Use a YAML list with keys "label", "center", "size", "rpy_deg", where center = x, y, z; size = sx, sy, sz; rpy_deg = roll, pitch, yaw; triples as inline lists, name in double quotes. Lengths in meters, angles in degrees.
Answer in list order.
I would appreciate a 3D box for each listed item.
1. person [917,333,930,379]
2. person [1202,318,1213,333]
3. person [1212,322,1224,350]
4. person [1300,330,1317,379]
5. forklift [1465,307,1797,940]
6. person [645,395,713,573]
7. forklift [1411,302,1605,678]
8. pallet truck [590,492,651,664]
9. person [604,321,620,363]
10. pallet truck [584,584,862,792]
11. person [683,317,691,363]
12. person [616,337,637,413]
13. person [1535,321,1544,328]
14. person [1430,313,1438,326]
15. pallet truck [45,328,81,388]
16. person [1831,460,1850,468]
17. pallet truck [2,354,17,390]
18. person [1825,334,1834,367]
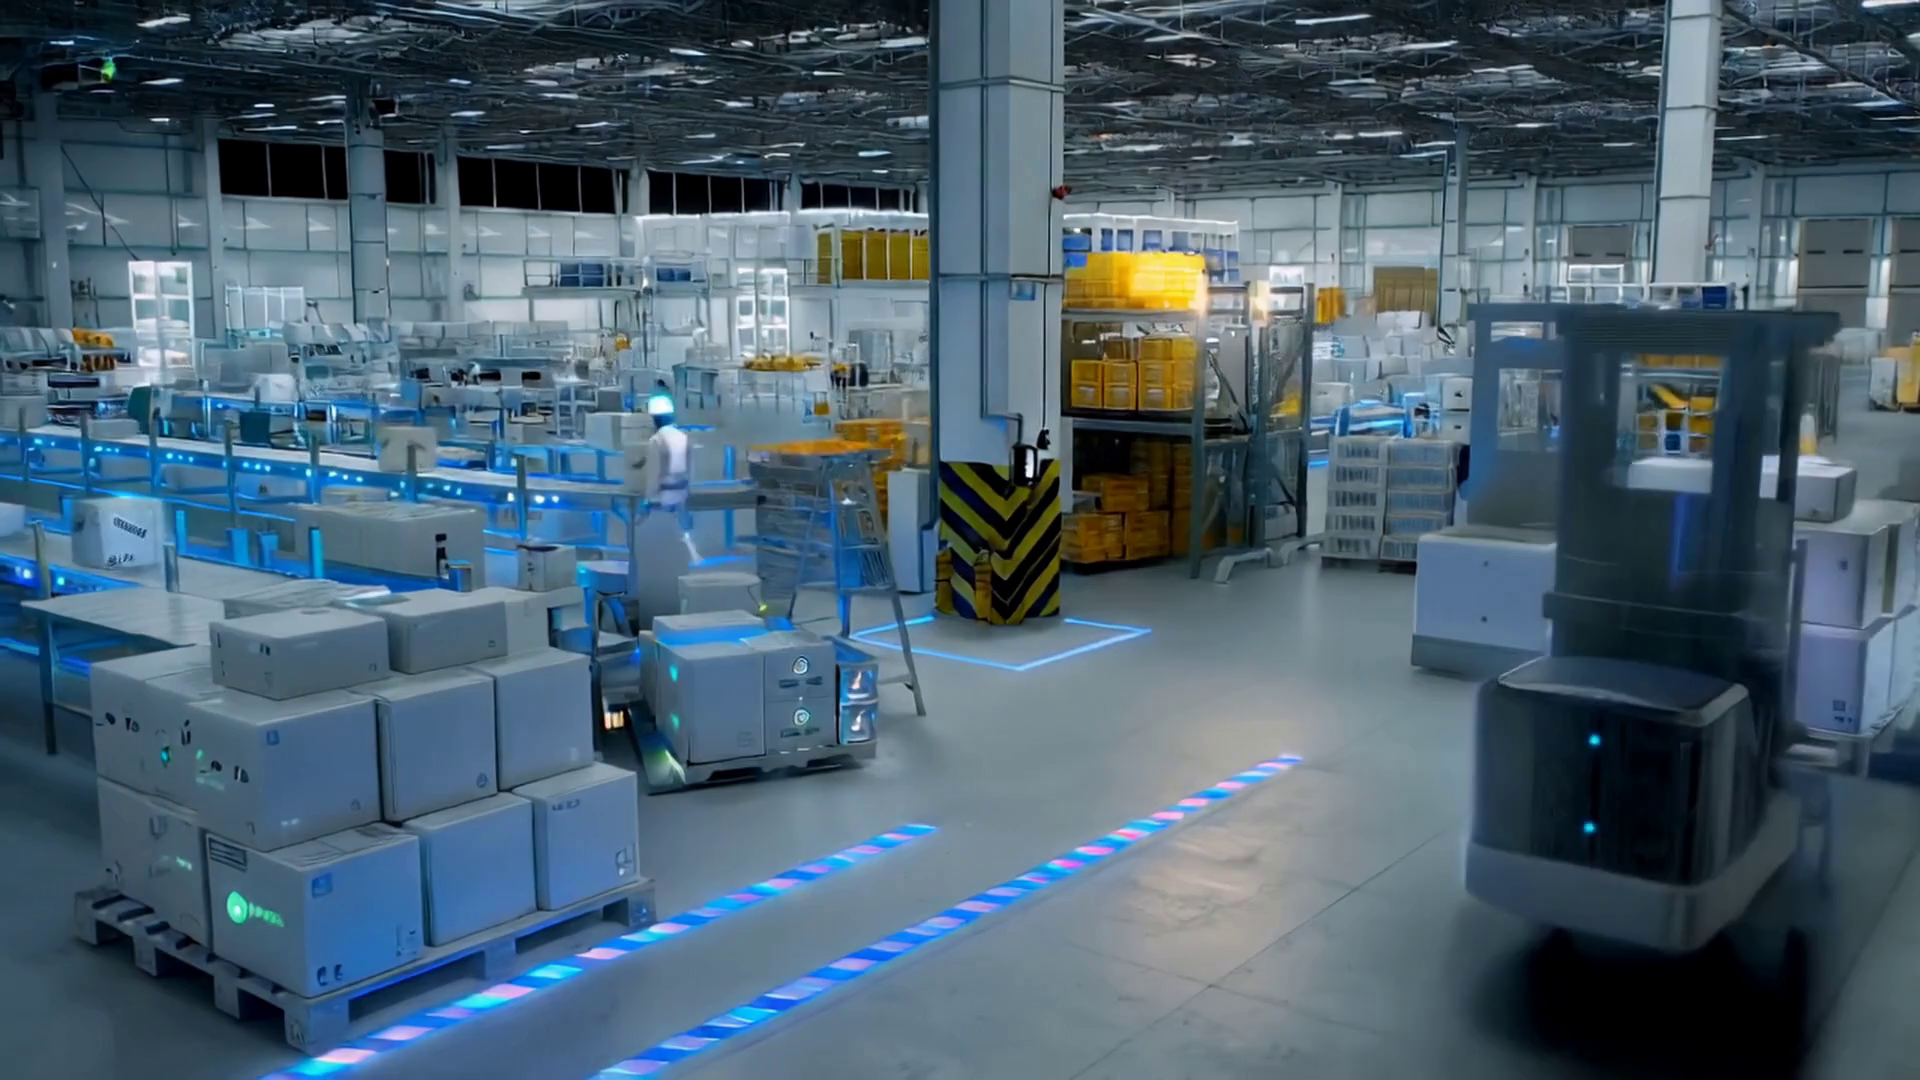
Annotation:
- label: "person"
  center: [-1.025, -5.115, 48.175]
  size: [0.538, 1.756, 0.393]
  rpy_deg: [-7, 11, -40]
- label: "person"
  center: [9.148, -7.218, 61.373]
  size: [0.396, 2.038, 0.614]
  rpy_deg: [5, 10, 31]
- label: "person"
  center: [7.830, -5.691, 51.083]
  size: [0.536, 2.000, 0.688]
  rpy_deg: [6, 11, 37]
- label: "person"
  center: [10.972, -5.835, 52.608]
  size: [0.645, 1.883, 1.050]
  rpy_deg: [-4, 9, -27]
- label: "forklift"
  center: [3.341, 0.272, 8.064]
  size: [1.129, 2.768, 1.873]
  rpy_deg: [7, 11, 37]
- label: "person"
  center: [-2.770, -0.431, 15.998]
  size: [0.740, 1.928, 0.625]
  rpy_deg: [5, 10, 29]
- label: "forklift"
  center: [4.379, -0.438, 12.852]
  size: [1.129, 2.768, 1.873]
  rpy_deg: [7, 11, 37]
- label: "pallet truck"
  center: [-3.115, 0.344, 12.883]
  size: [0.653, 1.274, 1.630]
  rpy_deg: [7, 11, 37]
- label: "person"
  center: [-13.047, -7.297, 62.485]
  size: [0.604, 1.864, 0.422]
  rpy_deg: [0, 8, 1]
- label: "pallet truck"
  center: [-1.426, 0.805, 10.019]
  size: [1.601, 1.201, 0.680]
  rpy_deg: [-4, 9, -26]
- label: "person"
  center: [-11.259, -8.255, 68.743]
  size: [0.362, 1.928, 0.587]
  rpy_deg: [-1, 8, -4]
- label: "person"
  center: [-7.835, -3.840, 39.194]
  size: [0.530, 1.866, 0.323]
  rpy_deg: [1, 9, 10]
- label: "person"
  center: [26.842, -9.453, 76.904]
  size: [0.586, 1.902, 0.855]
  rpy_deg: [-4, 9, -26]
- label: "person"
  center: [22.644, -9.824, 79.160]
  size: [0.643, 1.976, 0.619]
  rpy_deg: [-4, 9, -25]
- label: "pallet truck"
  center: [-23.775, -4.544, 43.495]
  size: [1.885, 1.965, 0.823]
  rpy_deg: [6, 10, 35]
- label: "person"
  center: [6.338, 0.258, 12.172]
  size: [0.558, 1.668, 0.708]
  rpy_deg: [8, 11, 42]
- label: "pallet truck"
  center: [-24.881, -4.417, 42.634]
  size: [1.885, 1.965, 0.823]
  rpy_deg: [8, 11, 41]
- label: "person"
  center: [33.954, -7.737, 65.019]
  size: [0.378, 1.996, 0.611]
  rpy_deg: [4, 9, 23]
